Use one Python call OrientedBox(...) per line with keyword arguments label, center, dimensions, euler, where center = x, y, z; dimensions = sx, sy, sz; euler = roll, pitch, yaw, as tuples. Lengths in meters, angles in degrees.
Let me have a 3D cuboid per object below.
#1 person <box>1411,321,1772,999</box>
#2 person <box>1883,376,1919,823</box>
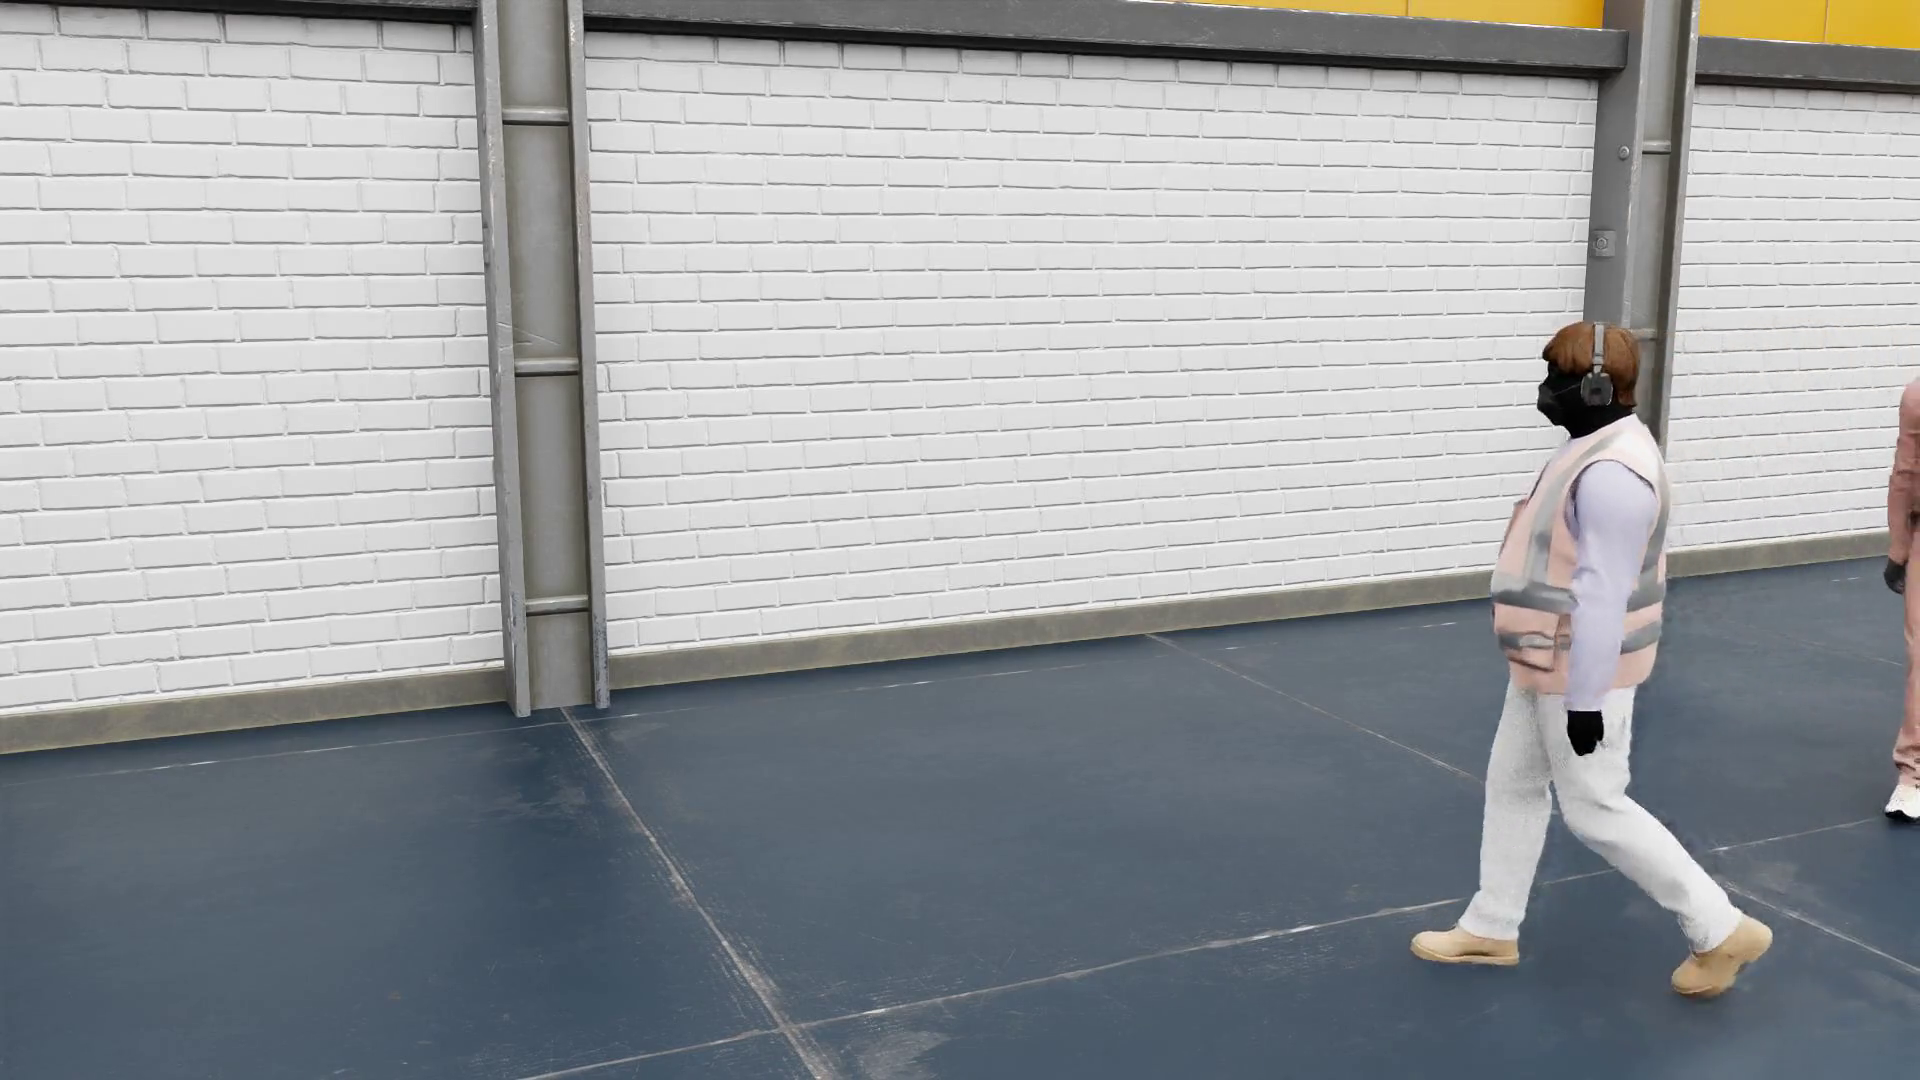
OrientedBox(label="person", center=(1.710, 0.332, 4.410), dimensions=(0.836, 1.817, 0.632), euler=(3, 11, 15))
OrientedBox(label="person", center=(3.618, 0.043, 5.876), dimensions=(0.666, 1.853, 0.991), euler=(9, 13, 40))
